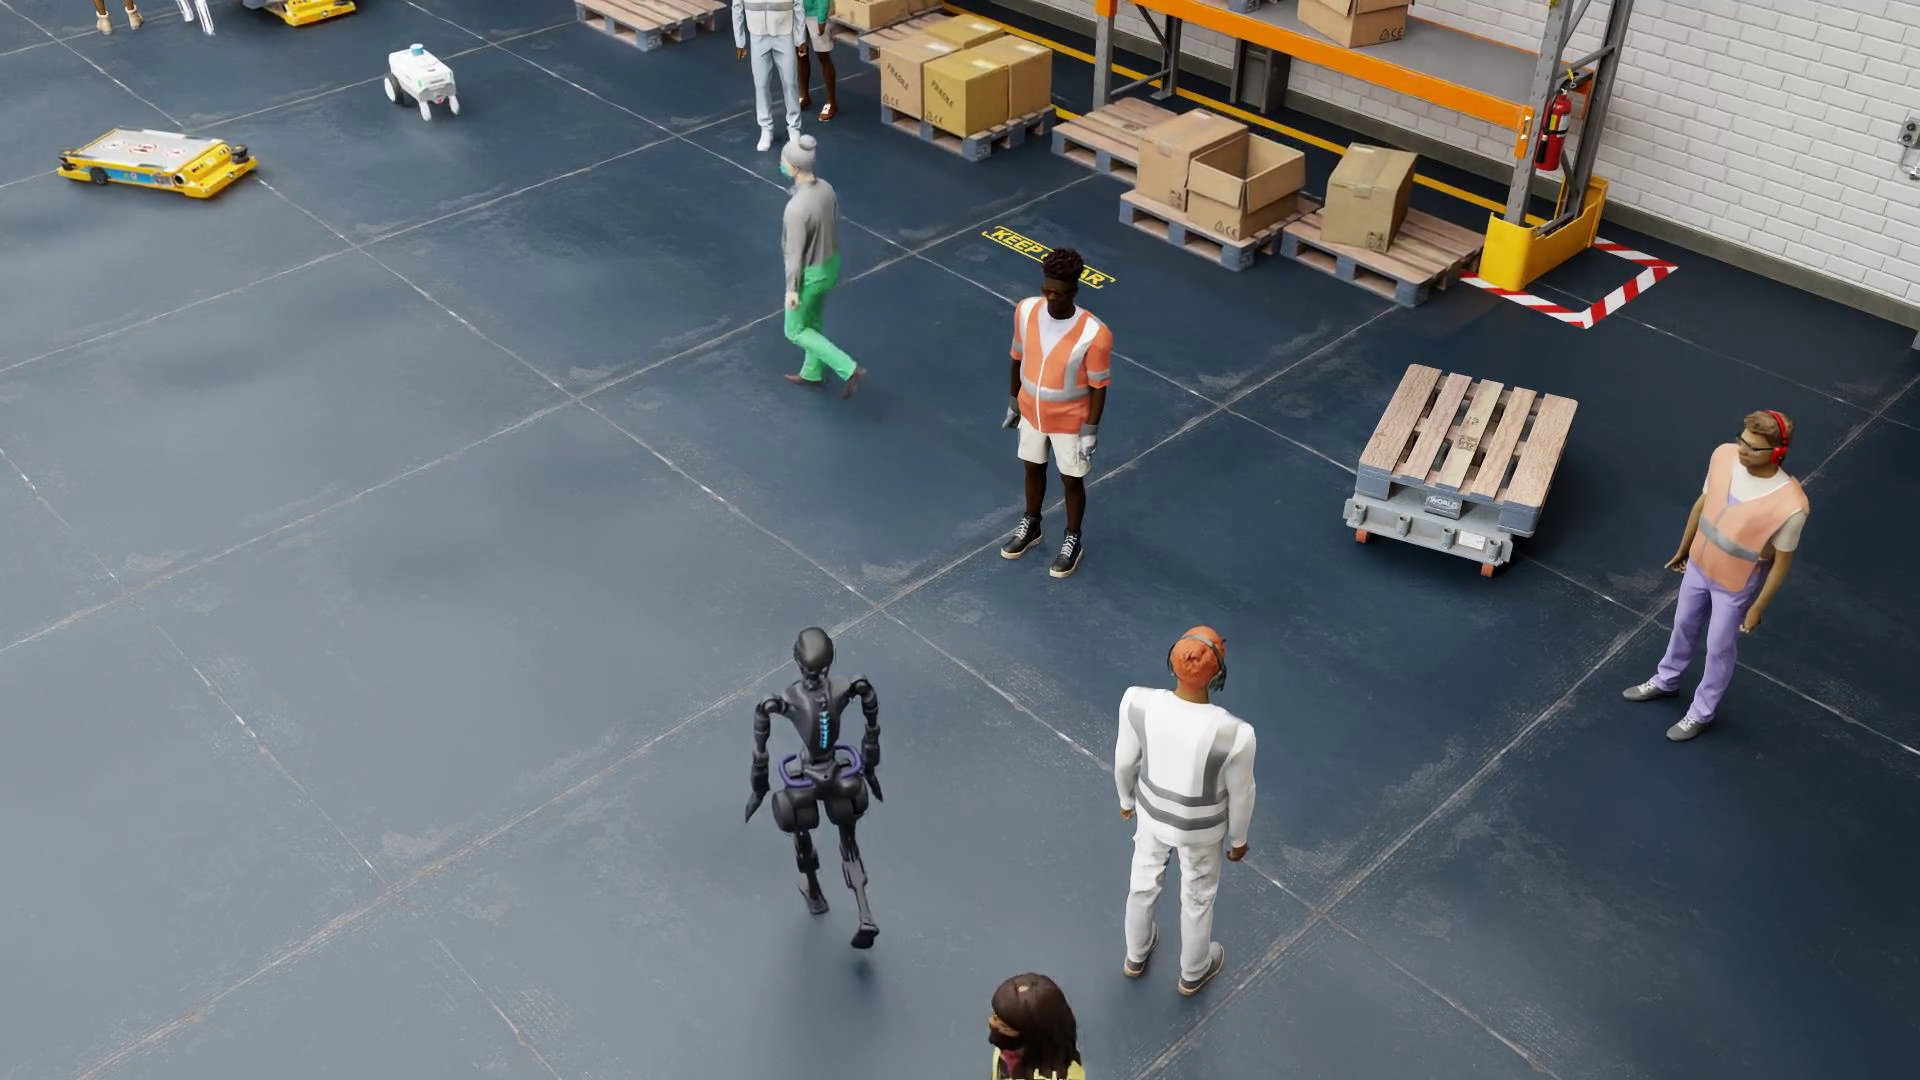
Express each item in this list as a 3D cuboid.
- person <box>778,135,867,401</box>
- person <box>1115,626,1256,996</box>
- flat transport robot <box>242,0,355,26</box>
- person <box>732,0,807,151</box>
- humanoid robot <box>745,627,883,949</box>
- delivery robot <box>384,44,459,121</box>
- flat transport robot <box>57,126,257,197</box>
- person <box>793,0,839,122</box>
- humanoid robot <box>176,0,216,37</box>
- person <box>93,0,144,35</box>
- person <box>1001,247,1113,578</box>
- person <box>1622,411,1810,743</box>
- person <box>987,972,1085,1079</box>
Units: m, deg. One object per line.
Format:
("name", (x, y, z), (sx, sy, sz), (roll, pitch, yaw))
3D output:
("person", (-0.899, -1.698, 10.484), (0.585, 1.828, 0.538), (14, 39, 17))
("person", (0.898, 1.114, 6.721), (0.572, 1.883, 0.354), (17, 40, 22))
("flat transport robot", (-6.810, -5.548, 16.878), (1.431, 0.231, 0.659), (31, 47, 34))
("person", (-1.559, -4.141, 13.662), (0.597, 1.907, 0.410), (-2, 37, -3))
("humanoid robot", (-0.591, 1.072, 6.962), (0.597, 1.639, 0.584), (-13, 39, -16))
("delivery robot", (-4.758, -4.079, 14.712), (0.499, 0.614, 0.808), (-24, 43, -29))
("flat transport robot", (-6.595, -3.104, 13.642), (1.431, 0.231, 0.659), (10, 38, 13))
("person", (-1.292, -4.527, 14.229), (0.487, 1.841, 0.389), (20, 42, 25))
("humanoid robot", (-7.568, -5.766, 15.966), (0.557, 1.791, 0.831), (-15, 40, -19))
("person", (-8.303, -5.862, 15.822), (0.606, 2.047, 0.366), (-19, 41, -23))
("person", (0.510, -0.688, 9.037), (0.605, 1.966, 0.368), (22, 42, 27))
("person", (3.684, 0.167, 8.005), (0.376, 1.843, 0.571), (-13, 39, -17))
("person", (0.118, 2.053, 5.599), (0.874, 1.730, 0.496), (-3, 37, -4))
